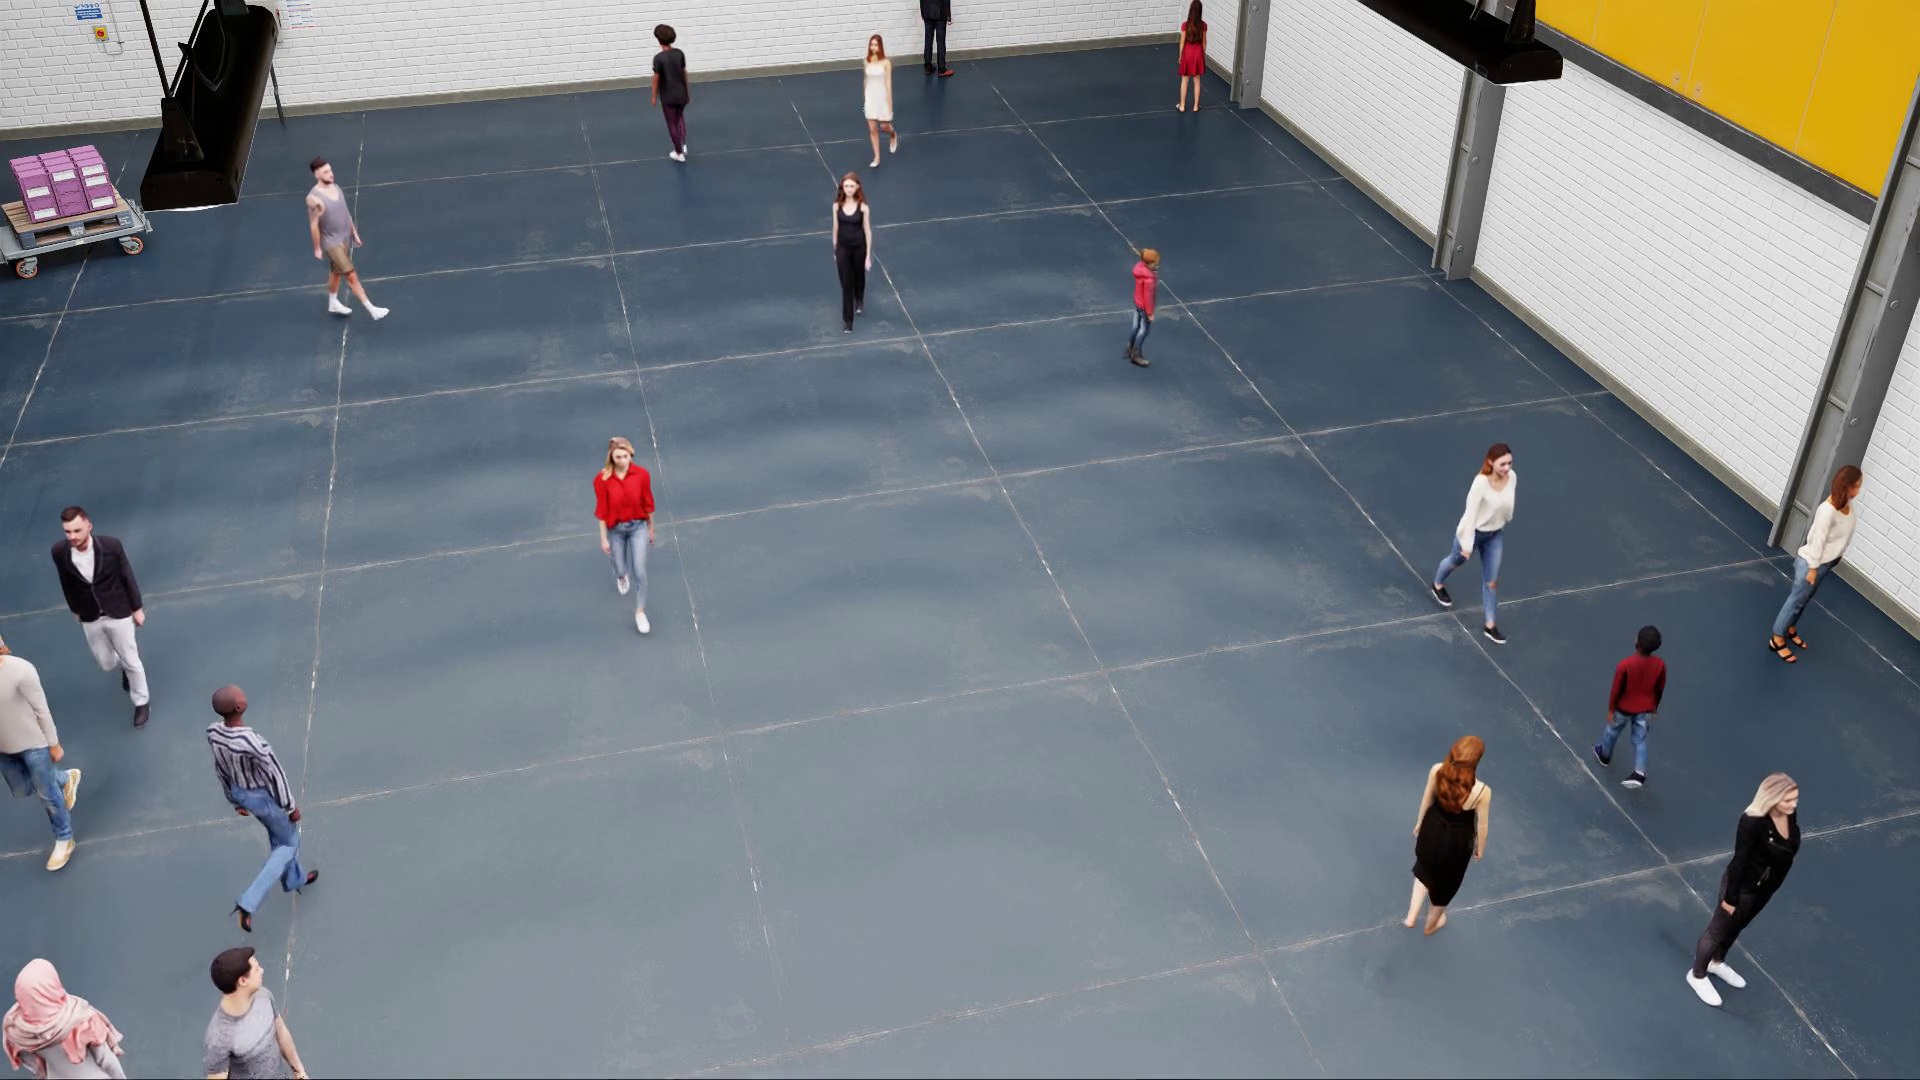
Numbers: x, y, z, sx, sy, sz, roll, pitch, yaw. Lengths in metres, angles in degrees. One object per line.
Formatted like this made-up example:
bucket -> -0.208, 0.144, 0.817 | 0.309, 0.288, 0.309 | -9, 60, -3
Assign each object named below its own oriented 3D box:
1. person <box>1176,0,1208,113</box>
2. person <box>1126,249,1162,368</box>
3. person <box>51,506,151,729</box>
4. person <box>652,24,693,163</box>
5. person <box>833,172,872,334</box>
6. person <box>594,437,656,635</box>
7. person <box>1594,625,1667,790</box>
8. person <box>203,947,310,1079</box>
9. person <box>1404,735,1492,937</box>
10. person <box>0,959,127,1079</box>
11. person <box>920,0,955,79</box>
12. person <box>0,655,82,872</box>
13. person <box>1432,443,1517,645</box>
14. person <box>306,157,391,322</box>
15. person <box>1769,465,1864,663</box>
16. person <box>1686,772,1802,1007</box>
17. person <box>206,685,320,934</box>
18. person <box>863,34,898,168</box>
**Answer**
person -> 3.262, -6.794, 23.327 | 0.606, 1.554, 0.668 | 0, 34, 0
person -> 1.853, -2.407, 16.961 | 0.769, 1.295, 0.474 | -9, 35, -13
person -> -6.189, 0.482, 12.128 | 0.695, 1.833, 0.840 | -6, 34, -9
person -> -3.691, -5.785, 21.616 | 0.775, 1.768, 0.797 | -27, 42, -34
person -> -1.117, -3.105, 17.651 | 0.824, 1.694, 1.209 | 2, 34, 3
person -> -2.643, -0.101, 13.130 | 0.655, 1.695, 0.881 | -11, 35, -16
person -> 4.717, 1.192, 11.602 | 0.659, 1.232, 0.871 | -1, 34, -2
person -> -3.647, 2.887, 8.508 | 0.946, 1.835, 0.770 | 13, 36, 18
person -> 2.956, 1.875, 10.235 | 0.768, 1.609, 0.819 | 24, 41, 32
person -> -4.523, 2.847, 8.598 | 0.665, 1.802, 0.637 | -2, 34, -3
person -> -0.365, -7.768, 24.570 | 0.754, 1.800, 0.824 | 19, 38, 27
person -> -6.088, 1.262, 10.908 | 0.835, 1.884, 1.025 | 2, 34, 3
person -> 4.048, -0.061, 13.119 | 0.698, 1.641, 1.111 | -12, 35, -17
person -> -6.694, -3.187, 17.651 | 1.118, 1.806, 1.142 | 11, 35, 16
person -> 6.577, 0.152, 12.763 | 0.708, 1.680, 0.702 | 28, 43, 36
person -> 4.684, 2.044, 9.911 | 0.676, 1.686, 0.637 | -20, 39, -27
person -> -4.402, 1.696, 10.357 | 0.985, 1.773, 1.057 | 15, 37, 22
person -> -1.039, -5.733, 21.602 | 0.845, 1.697, 0.949 | 13, 36, 19
